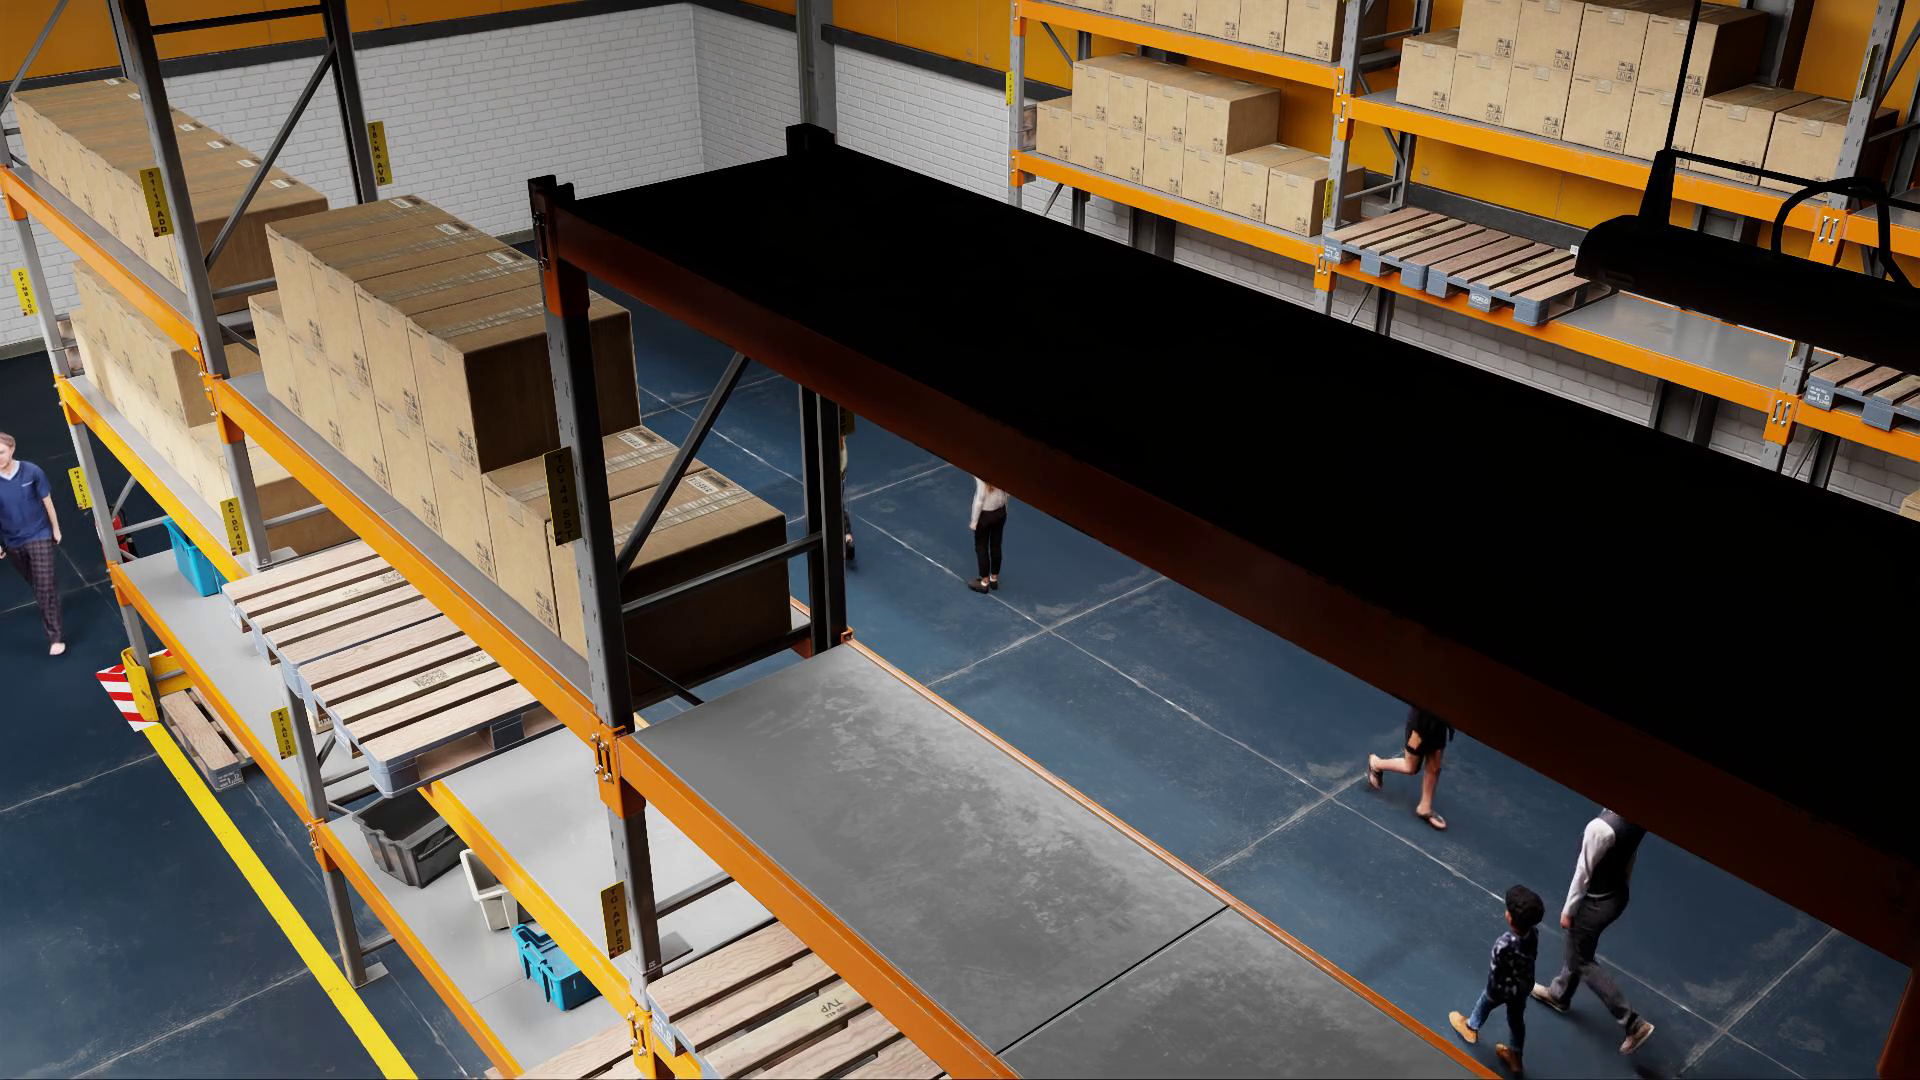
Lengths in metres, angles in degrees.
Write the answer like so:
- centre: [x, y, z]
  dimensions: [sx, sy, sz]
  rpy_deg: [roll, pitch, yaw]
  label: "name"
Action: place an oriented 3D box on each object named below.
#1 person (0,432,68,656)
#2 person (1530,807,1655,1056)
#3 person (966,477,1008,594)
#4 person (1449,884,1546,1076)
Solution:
- centre: [-7.618, -0.041, 13.596]
  dimensions: [0.942, 1.831, 1.272]
  rpy_deg: [-10, 30, -17]
  label: "person"
- centre: [3.739, 2.113, 9.557]
  dimensions: [0.657, 1.916, 1.057]
  rpy_deg: [-22, 36, -35]
  label: "person"
- centre: [0.263, -0.227, 14.308]
  dimensions: [0.568, 1.476, 0.499]
  rpy_deg: [-17, 33, -29]
  label: "person"
- centre: [3.180, 2.539, 9.495]
  dimensions: [0.624, 1.229, 0.797]
  rpy_deg: [-11, 30, -19]
  label: "person"
